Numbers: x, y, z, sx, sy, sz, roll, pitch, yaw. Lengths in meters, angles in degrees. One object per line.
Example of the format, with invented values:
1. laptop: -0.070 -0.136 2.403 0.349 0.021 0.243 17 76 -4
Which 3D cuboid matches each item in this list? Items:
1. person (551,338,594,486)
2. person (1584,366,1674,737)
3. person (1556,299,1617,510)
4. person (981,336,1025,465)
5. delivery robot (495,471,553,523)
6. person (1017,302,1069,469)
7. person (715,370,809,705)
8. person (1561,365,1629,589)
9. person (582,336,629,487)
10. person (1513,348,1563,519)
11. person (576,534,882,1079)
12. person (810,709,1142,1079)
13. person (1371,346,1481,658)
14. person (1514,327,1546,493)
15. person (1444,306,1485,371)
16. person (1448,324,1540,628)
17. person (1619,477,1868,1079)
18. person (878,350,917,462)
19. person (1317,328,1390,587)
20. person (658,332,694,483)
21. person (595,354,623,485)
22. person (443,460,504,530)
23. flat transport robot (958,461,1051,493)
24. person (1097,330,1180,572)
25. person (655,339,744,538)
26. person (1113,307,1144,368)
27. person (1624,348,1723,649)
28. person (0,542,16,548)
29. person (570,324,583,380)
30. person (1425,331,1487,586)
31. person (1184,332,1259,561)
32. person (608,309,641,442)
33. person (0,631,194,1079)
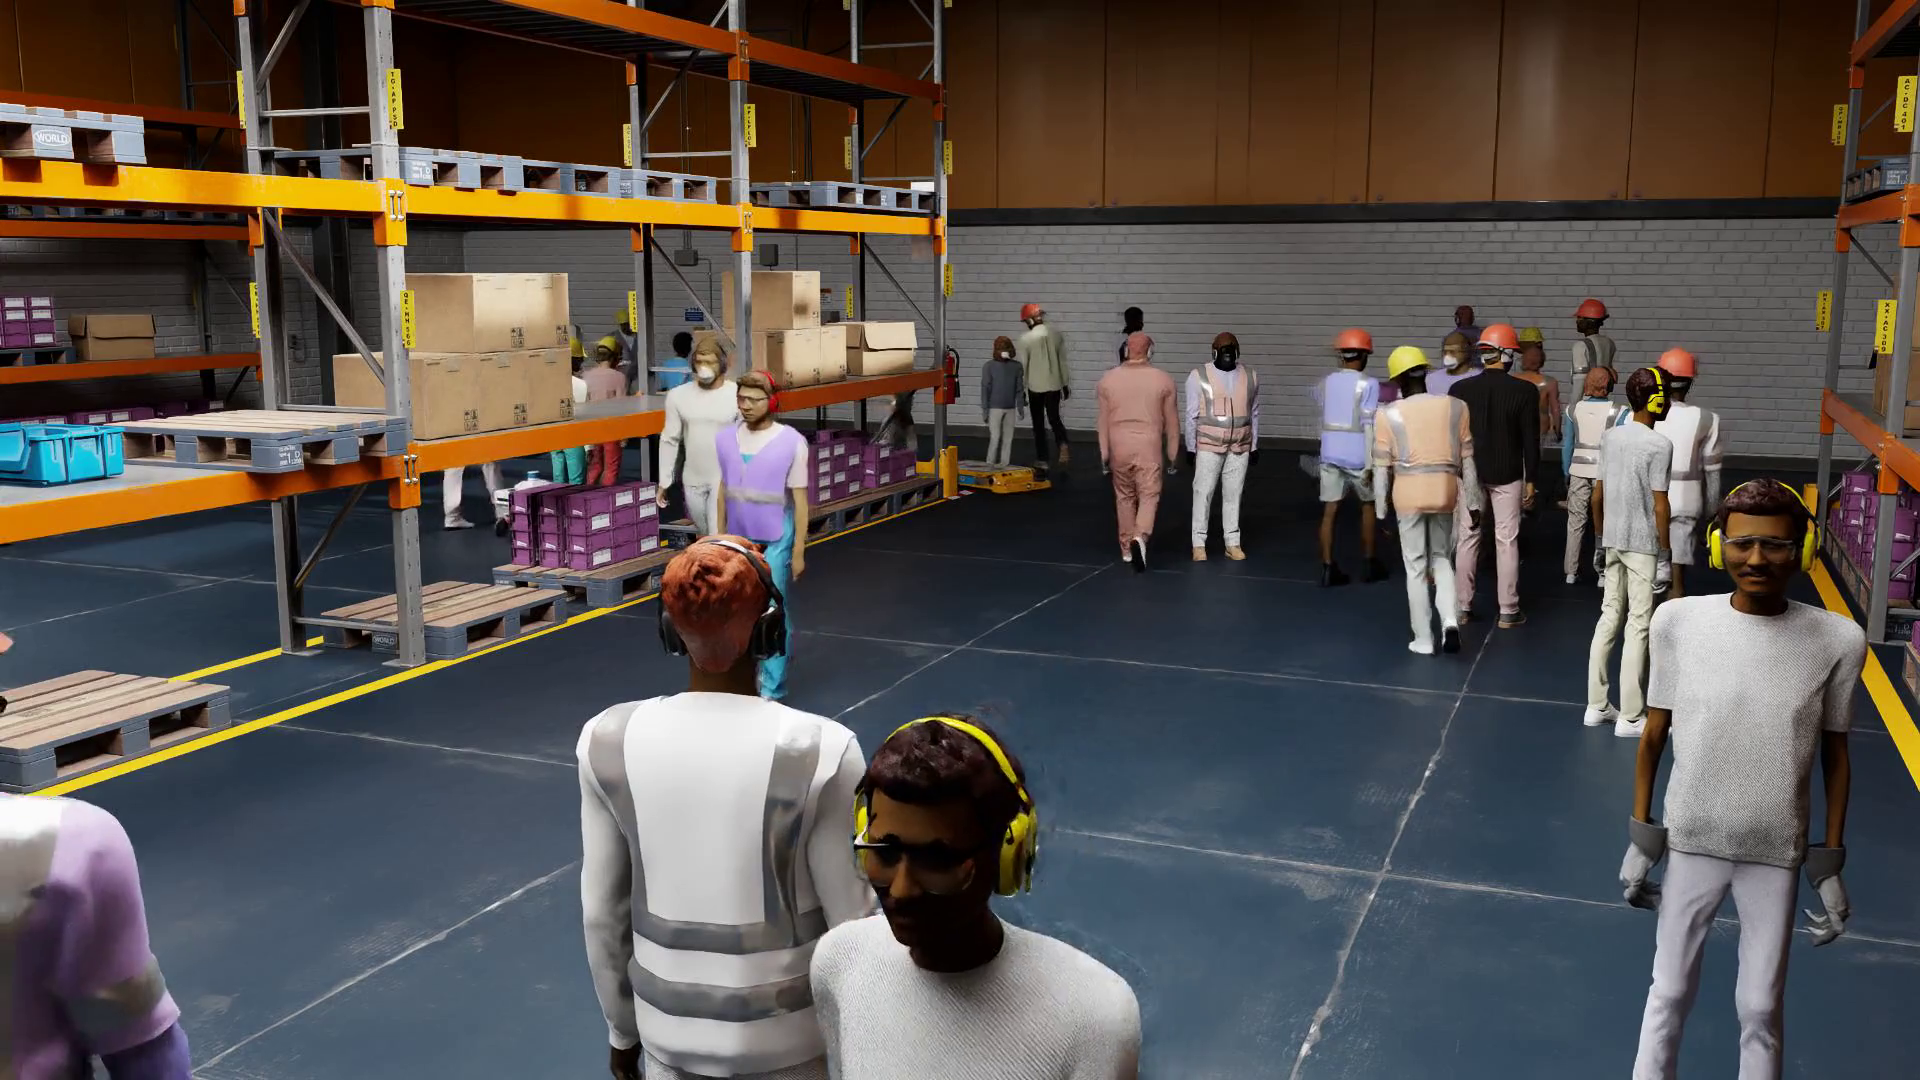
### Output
1. person: -3.265 -0.814 14.007 0.533 1.767 0.326 7 12 38
2. person: 3.408 0.058 8.412 0.313 1.869 0.528 -3 10 -18
3. person: 6.084 -1.309 16.153 0.611 2.048 0.361 -8 12 -39
4. person: 0.460 -1.407 18.061 0.511 1.606 0.387 -5 10 -26
5. delivery robot: -3.749 -0.365 14.659 0.477 0.478 0.707 6 11 32
6. person: 0.992 -1.768 19.236 0.681 1.947 0.666 -4 10 -21
7. person: -1.050 0.015 8.780 0.588 1.829 0.435 5 11 28
8. person: 4.668 -0.458 12.223 0.514 1.642 0.310 9 13 43
9. person: -3.308 -1.011 15.314 0.555 1.728 0.629 5 10 26
10. person: 5.393 -1.005 15.676 0.825 1.596 0.520 -9 13 -43
11. person: -0.417 0.921 3.134 0.575 1.885 0.355 2 10 13
12. person: 0.036 1.106 2.232 0.537 1.824 0.994 4 10 24
13. person: 2.807 -0.223 10.055 0.673 1.884 0.502 0 9 -2
14. person: 5.857 -1.326 17.179 0.294 1.744 0.487 5 11 30
15. person: 5.926 -1.810 19.641 0.652 1.899 0.402 -5 10 -26
16. person: 3.492 -0.419 10.936 0.612 1.990 0.392 6 11 31
17. person: 1.901 0.772 4.082 0.518 1.871 0.327 4 10 24
18. person: -0.745 -1.382 17.933 0.746 1.608 0.527 2 10 13
19. person: 2.947 -0.618 12.393 0.541 1.902 0.811 9 13 43
20. person: -3.029 -1.400 17.870 0.542 1.675 0.772 5 10 26
21. person: -3.396 -1.106 16.176 0.275 1.631 0.507 -2 10 -14
22. person: -4.380 -1.040 15.065 0.656 1.863 0.911 5 11 30
23. flat transport robot: 0.236 -0.686 17.751 0.652 0.197 1.431 -8 13 -41
24. person: 1.379 -0.695 12.986 0.644 1.874 0.859 3 10 16
25. person: -1.653 -0.357 10.869 0.640 1.881 1.025 3 10 15
26. person: 1.998 -1.740 19.233 0.535 1.890 0.613 1 9 7
27. person: 4.223 -0.194 9.907 0.566 1.886 1.011 3 10 19
28. person: -8.229 -0.803 13.572 0.556 1.895 0.972 2 10 10
29. person: -5.291 -2.230 22.224 0.576 1.886 0.362 -9 13 -42
30. person: 3.768 -0.633 12.562 0.988 1.896 0.649 -9 13 -43
31. person: 2.110 -0.744 13.351 0.634 1.841 0.429 -2 10 -11
32. person: -4.412 -2.192 22.275 0.601 1.794 0.633 -5 10 -26
33. person: -1.455 0.997 2.369 0.623 2.000 1.048 1 9 4
